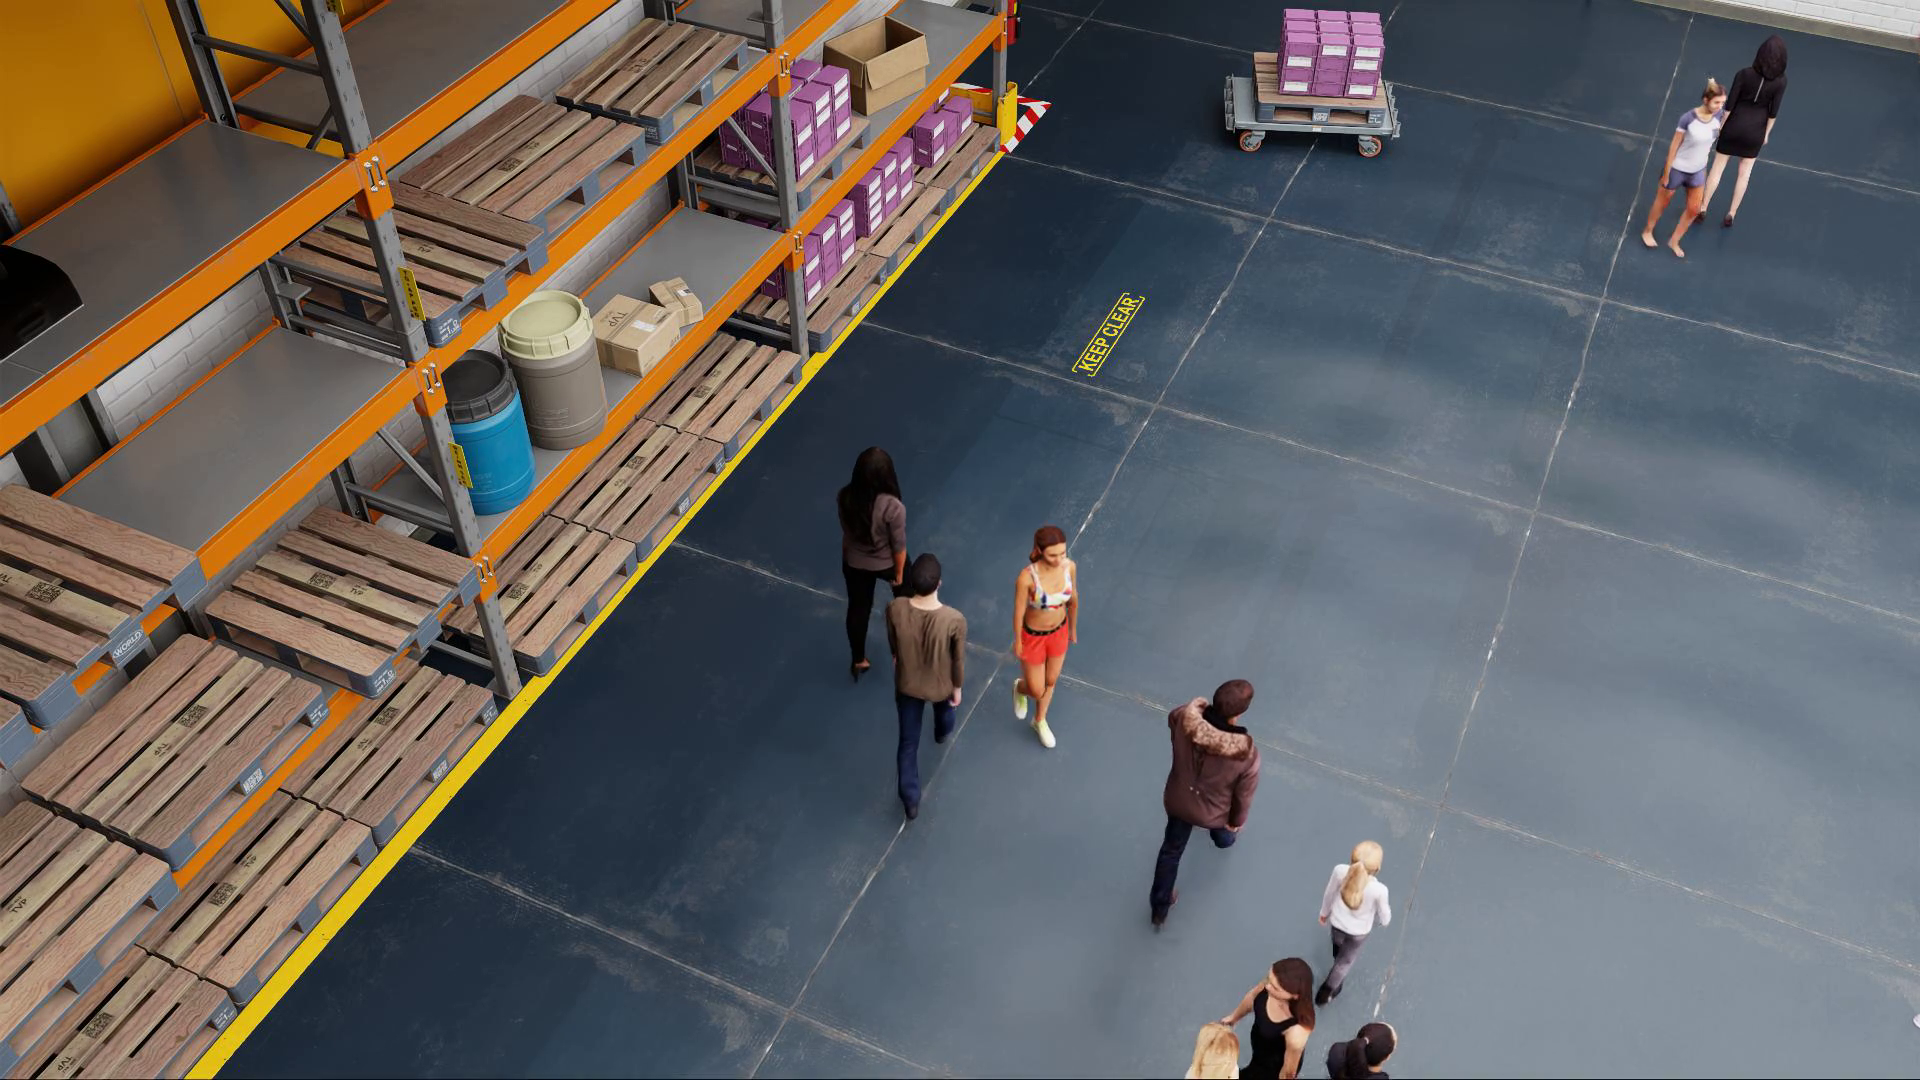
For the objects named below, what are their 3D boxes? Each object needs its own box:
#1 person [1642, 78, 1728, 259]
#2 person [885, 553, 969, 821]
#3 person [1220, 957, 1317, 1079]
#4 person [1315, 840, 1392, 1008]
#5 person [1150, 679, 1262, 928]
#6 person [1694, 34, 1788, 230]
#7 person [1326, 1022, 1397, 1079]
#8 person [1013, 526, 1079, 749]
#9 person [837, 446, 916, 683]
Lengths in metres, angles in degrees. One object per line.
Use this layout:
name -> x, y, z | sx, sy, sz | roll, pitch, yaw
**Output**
person -> 6.278, -3.278, 14.486 | 0.764, 1.601, 0.830 | -5, 44, -6
person -> -0.232, 0.897, 9.927 | 0.885, 1.845, 1.252 | 7, 44, 7
person -> 1.623, 2.570, 8.299 | 0.897, 1.669, 0.976 | 0, 44, 0
person -> 2.094, 2.123, 9.065 | 0.635, 1.259, 0.828 | 34, 53, 30
person -> 1.312, 1.505, 9.336 | 0.866, 1.779, 1.234 | 24, 49, 23
person -> 6.887, -3.570, 14.644 | 0.600, 1.807, 0.499 | 16, 46, 16
person -> 1.827, 2.827, 8.003 | 0.717, 1.705, 0.683 | -28, 50, -26
person -> 0.480, 0.539, 10.346 | 0.781, 1.785, 0.836 | -18, 46, -18
person -> -0.591, 0.218, 10.666 | 0.715, 1.809, 1.051 | 13, 45, 13
